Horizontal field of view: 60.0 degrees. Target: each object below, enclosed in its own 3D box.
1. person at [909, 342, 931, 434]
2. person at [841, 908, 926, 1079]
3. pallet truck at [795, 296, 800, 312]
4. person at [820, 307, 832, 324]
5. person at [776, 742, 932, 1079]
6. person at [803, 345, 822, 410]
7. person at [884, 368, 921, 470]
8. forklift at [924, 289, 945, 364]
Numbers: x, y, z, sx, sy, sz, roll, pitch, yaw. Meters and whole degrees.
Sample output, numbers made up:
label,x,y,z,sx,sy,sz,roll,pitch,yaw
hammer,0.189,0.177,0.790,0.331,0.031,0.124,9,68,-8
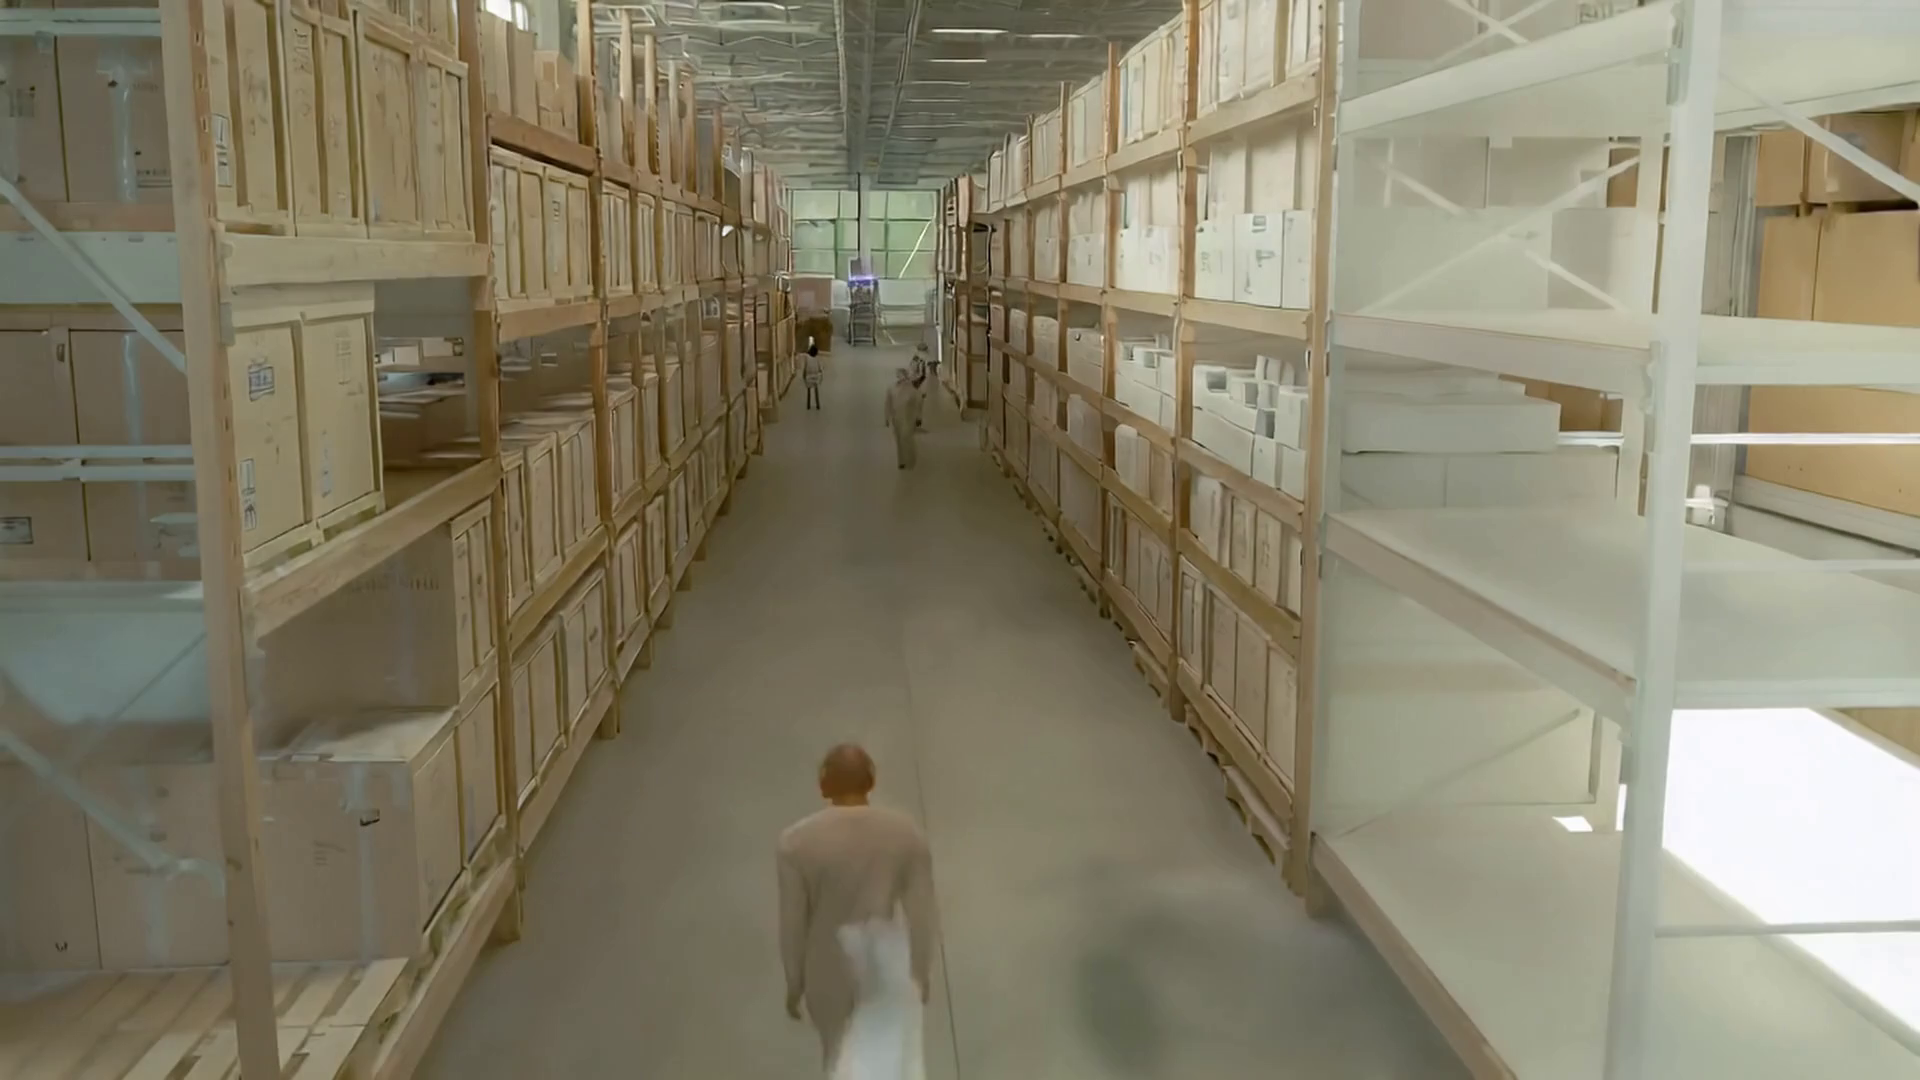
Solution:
label,x,y,z,sx,sy,sz,roll,pitch,yaw
person,-0.911,-3.400,37.263,0.365,2.048,0.607,-5,11,-28
person,-0.315,2.072,5.832,0.444,1.623,0.535,2,10,14
pallet truck,-8.622,-12.439,91.403,1.885,1.965,0.823,2,10,13
person,-5.839,-9.206,72.407,0.555,1.902,0.982,-4,10,-24
person,-0.429,1.794,6.910,0.651,1.844,1.193,-1,10,-5
person,-3.817,-4.212,43.157,0.533,1.697,0.318,2,10,14
person,-1.083,-2.235,30.814,0.650,1.879,0.812,2,10,11
forklift,-0.794,-8.080,62.735,1.129,2.768,1.873,-1,10,-3
